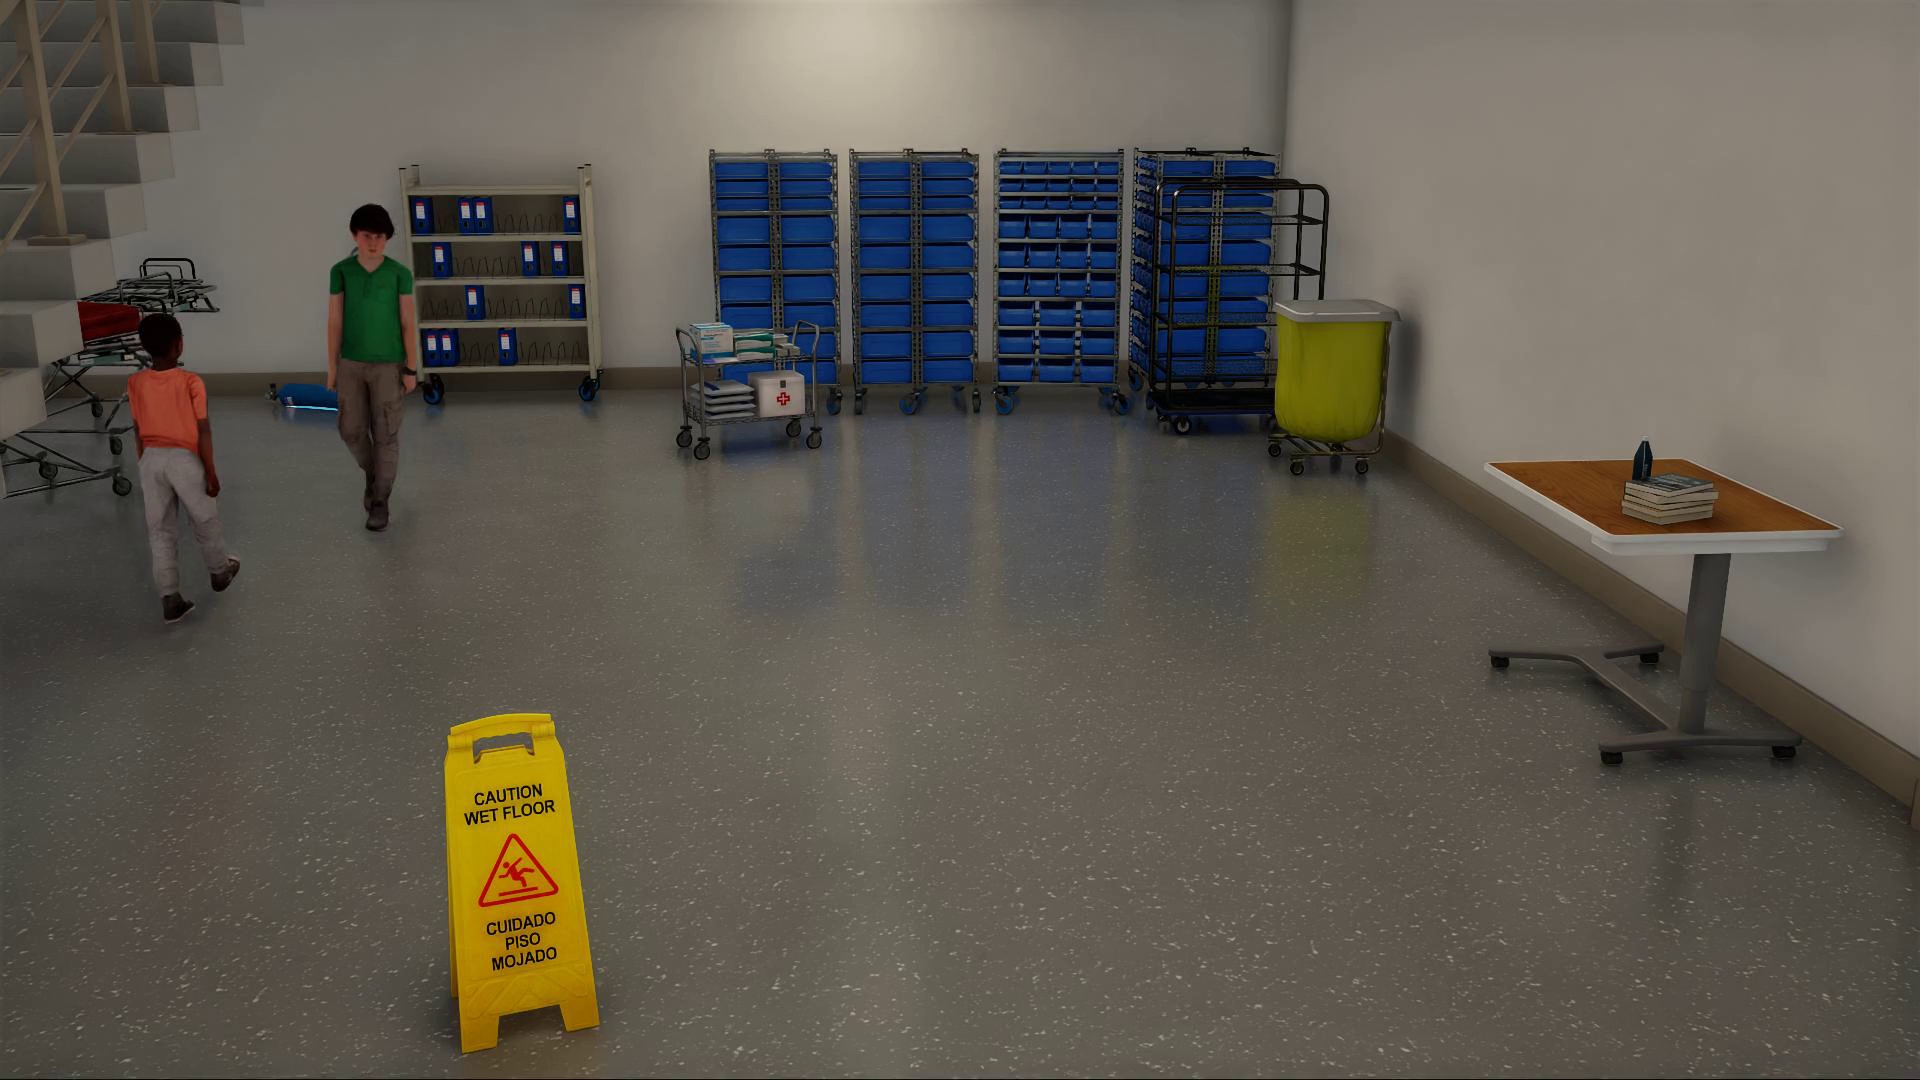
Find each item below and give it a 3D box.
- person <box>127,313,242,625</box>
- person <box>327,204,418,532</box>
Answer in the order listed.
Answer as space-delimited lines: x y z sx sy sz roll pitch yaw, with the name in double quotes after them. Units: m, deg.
-3.317 -0.276 6.978 0.507 1.277 0.855 -1 16 -5 "person"
-2.982 -0.893 8.498 0.643 1.640 0.747 -2 16 -5 "person"
